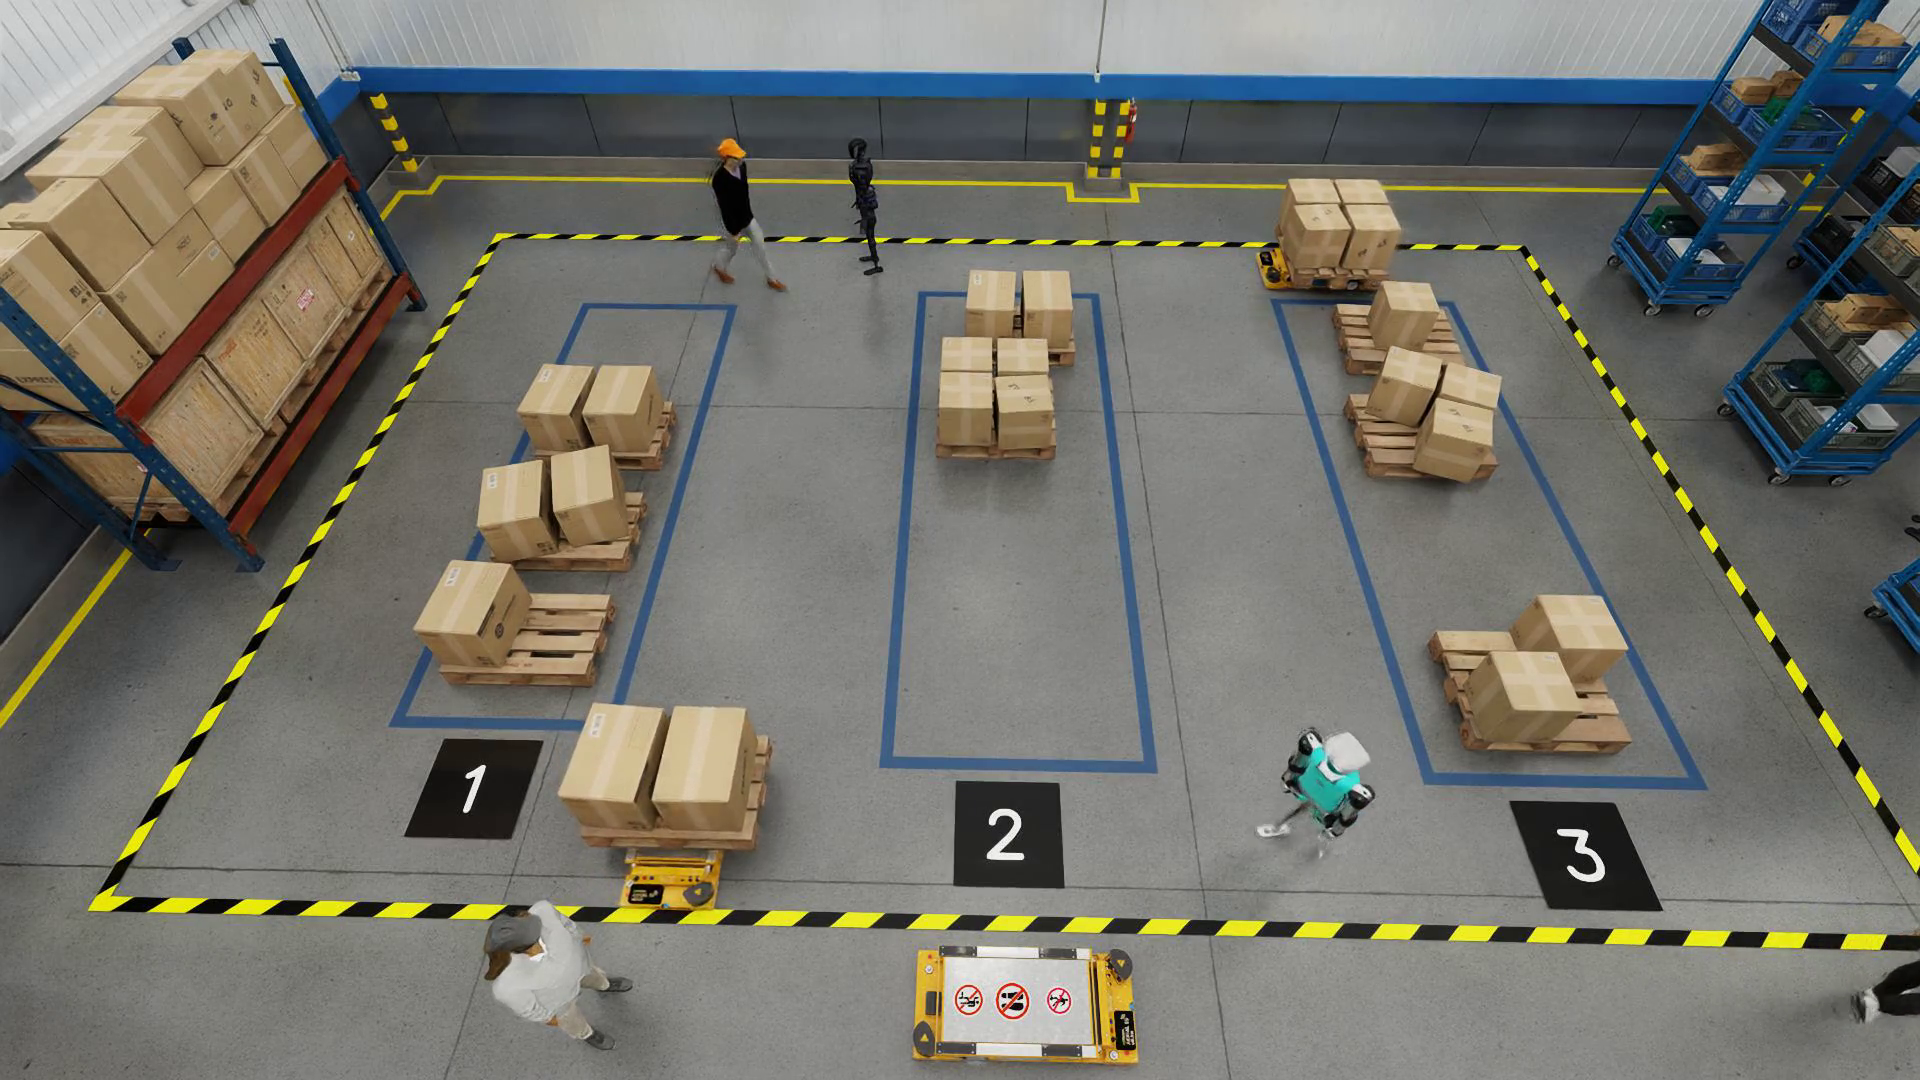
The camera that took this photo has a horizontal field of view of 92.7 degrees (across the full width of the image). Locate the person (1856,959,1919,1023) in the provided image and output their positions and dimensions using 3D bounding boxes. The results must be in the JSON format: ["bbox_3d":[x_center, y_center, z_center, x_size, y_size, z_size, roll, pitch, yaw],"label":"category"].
[{"bbox_3d":[6.075,2.511,5.424,0.504,1.838,0.607,1,51,1],"label":"person"}]

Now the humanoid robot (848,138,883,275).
[{"bbox_3d":[-1.121,-3.909,10.754,0.315,1.657,0.599,-8,51,-7],"label":"humanoid robot"}]

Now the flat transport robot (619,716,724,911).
[{"bbox_3d":[-2.045,1.998,6.839,0.652,0.197,1.431,1,51,1],"label":"flat transport robot"}]

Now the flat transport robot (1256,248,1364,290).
[{"bbox_3d":[4.408,-3.338,11.189,1.431,0.197,0.652,1,51,1],"label":"flat transport robot"}]

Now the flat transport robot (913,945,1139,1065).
[{"bbox_3d":[0.422,3.041,6.007,1.431,0.231,0.659,1,51,1],"label":"flat transport robot"}]

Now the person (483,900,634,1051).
[{"bbox_3d":[-2.390,2.573,5.420,0.398,1.769,0.563,6,51,5],"label":"person"}]

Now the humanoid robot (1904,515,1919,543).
[{"bbox_3d":[9.180,-0.607,8.062,0.599,1.657,0.315,-31,57,-23],"label":"humanoid robot"}]

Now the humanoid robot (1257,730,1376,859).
[{"bbox_3d":[2.516,1.684,6.165,0.790,1.777,0.573,-28,56,-21],"label":"humanoid robot"}]

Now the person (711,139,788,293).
[{"bbox_3d":[-2.574,-3.698,10.488,0.956,1.844,0.593,22,54,17],"label":"person"}]
